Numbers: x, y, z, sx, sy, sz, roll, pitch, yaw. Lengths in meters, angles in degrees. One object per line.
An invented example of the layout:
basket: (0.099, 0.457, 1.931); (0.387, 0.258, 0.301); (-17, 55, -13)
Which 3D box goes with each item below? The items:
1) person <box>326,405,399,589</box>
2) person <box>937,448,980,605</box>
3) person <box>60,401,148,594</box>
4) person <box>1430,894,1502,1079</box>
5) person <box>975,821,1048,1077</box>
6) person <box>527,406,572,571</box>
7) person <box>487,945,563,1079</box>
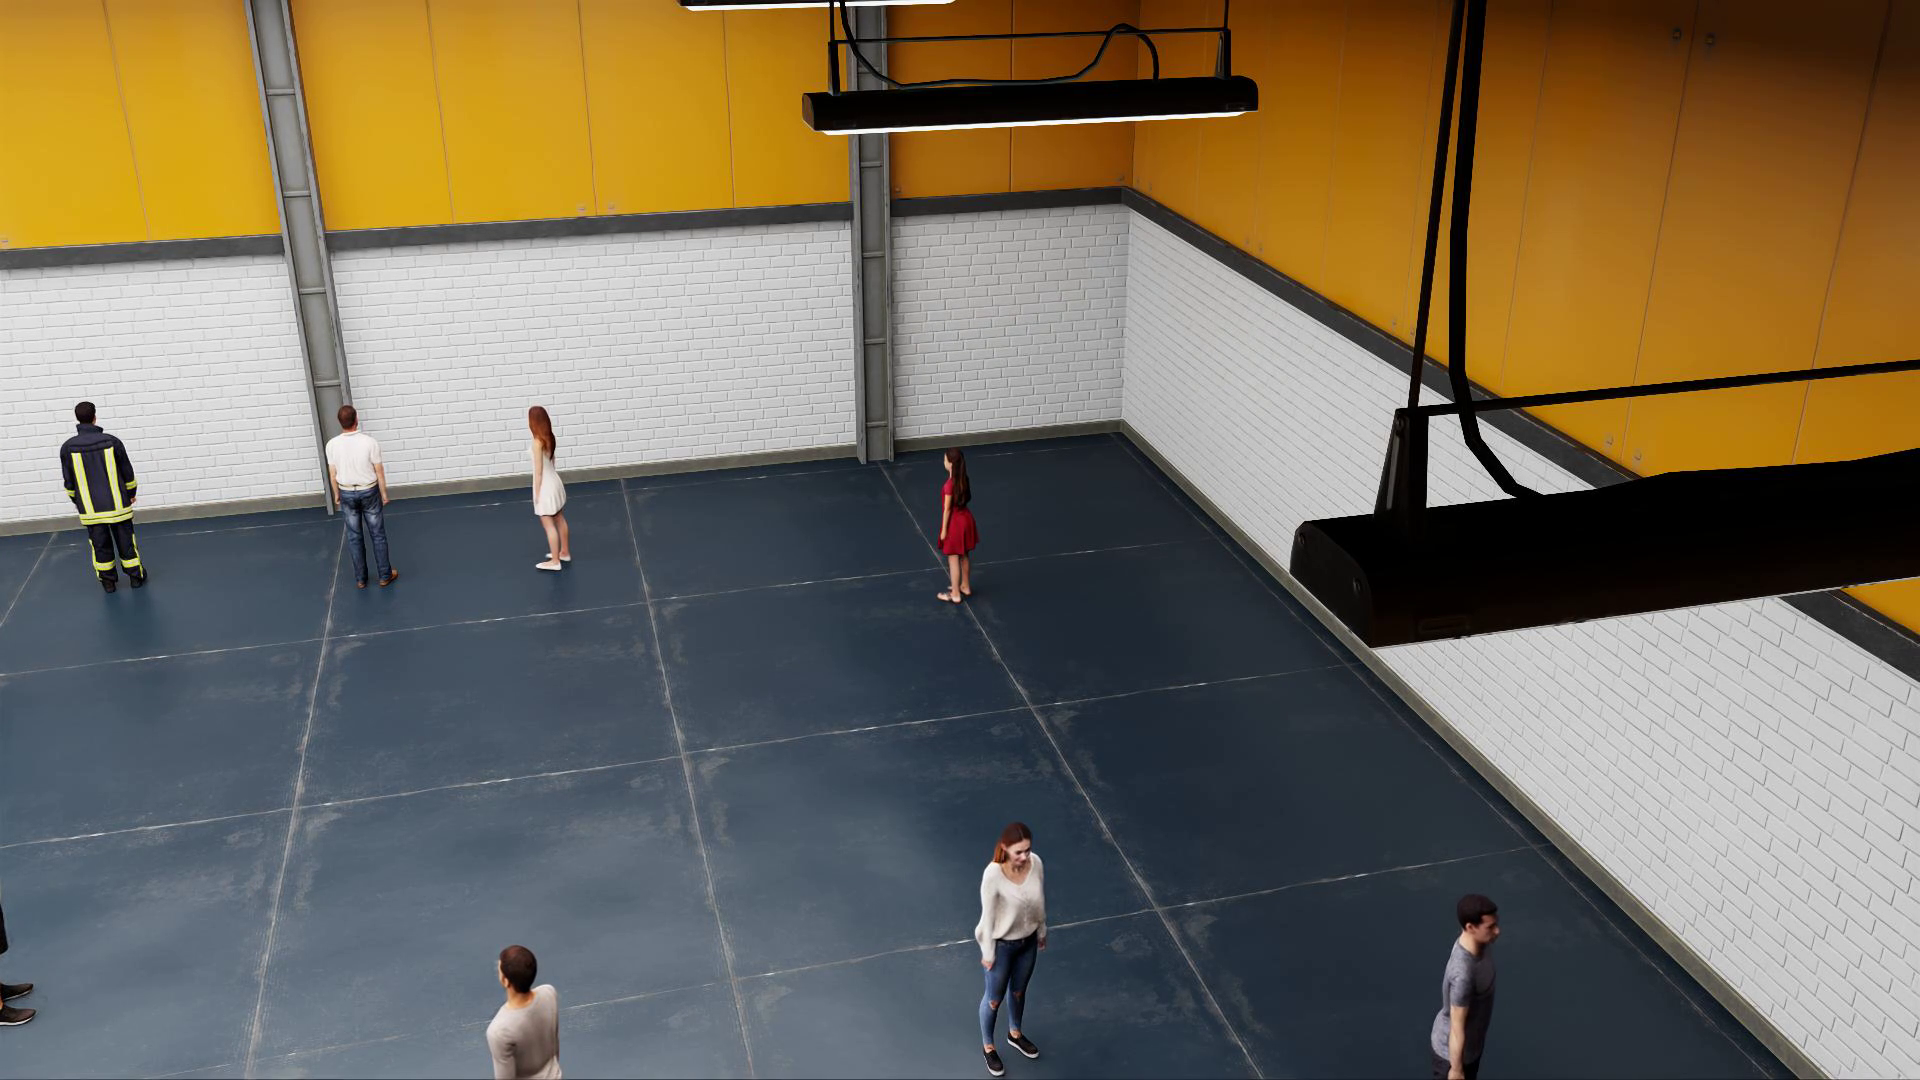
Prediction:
person: (-5.903, -0.432, 16.344); (0.534, 1.854, 0.739); (-4, 24, -8)
person: (-0.025, -0.153, 16.083); (0.744, 1.551, 0.684); (13, 27, 28)
person: (-8.380, -0.430, 16.250); (0.664, 1.925, 0.892); (-10, 26, -22)
person: (2.717, 2.726, 9.096); (0.769, 1.873, 0.722); (11, 26, 24)
person: (0.299, 2.422, 10.015); (0.590, 1.695, 0.739); (-14, 27, -30)
person: (-4.149, -0.535, 16.759); (0.646, 1.711, 0.642); (4, 24, 8)
person: (-2.230, 2.903, 8.698); (0.782, 1.868, 0.742); (10, 26, 22)
